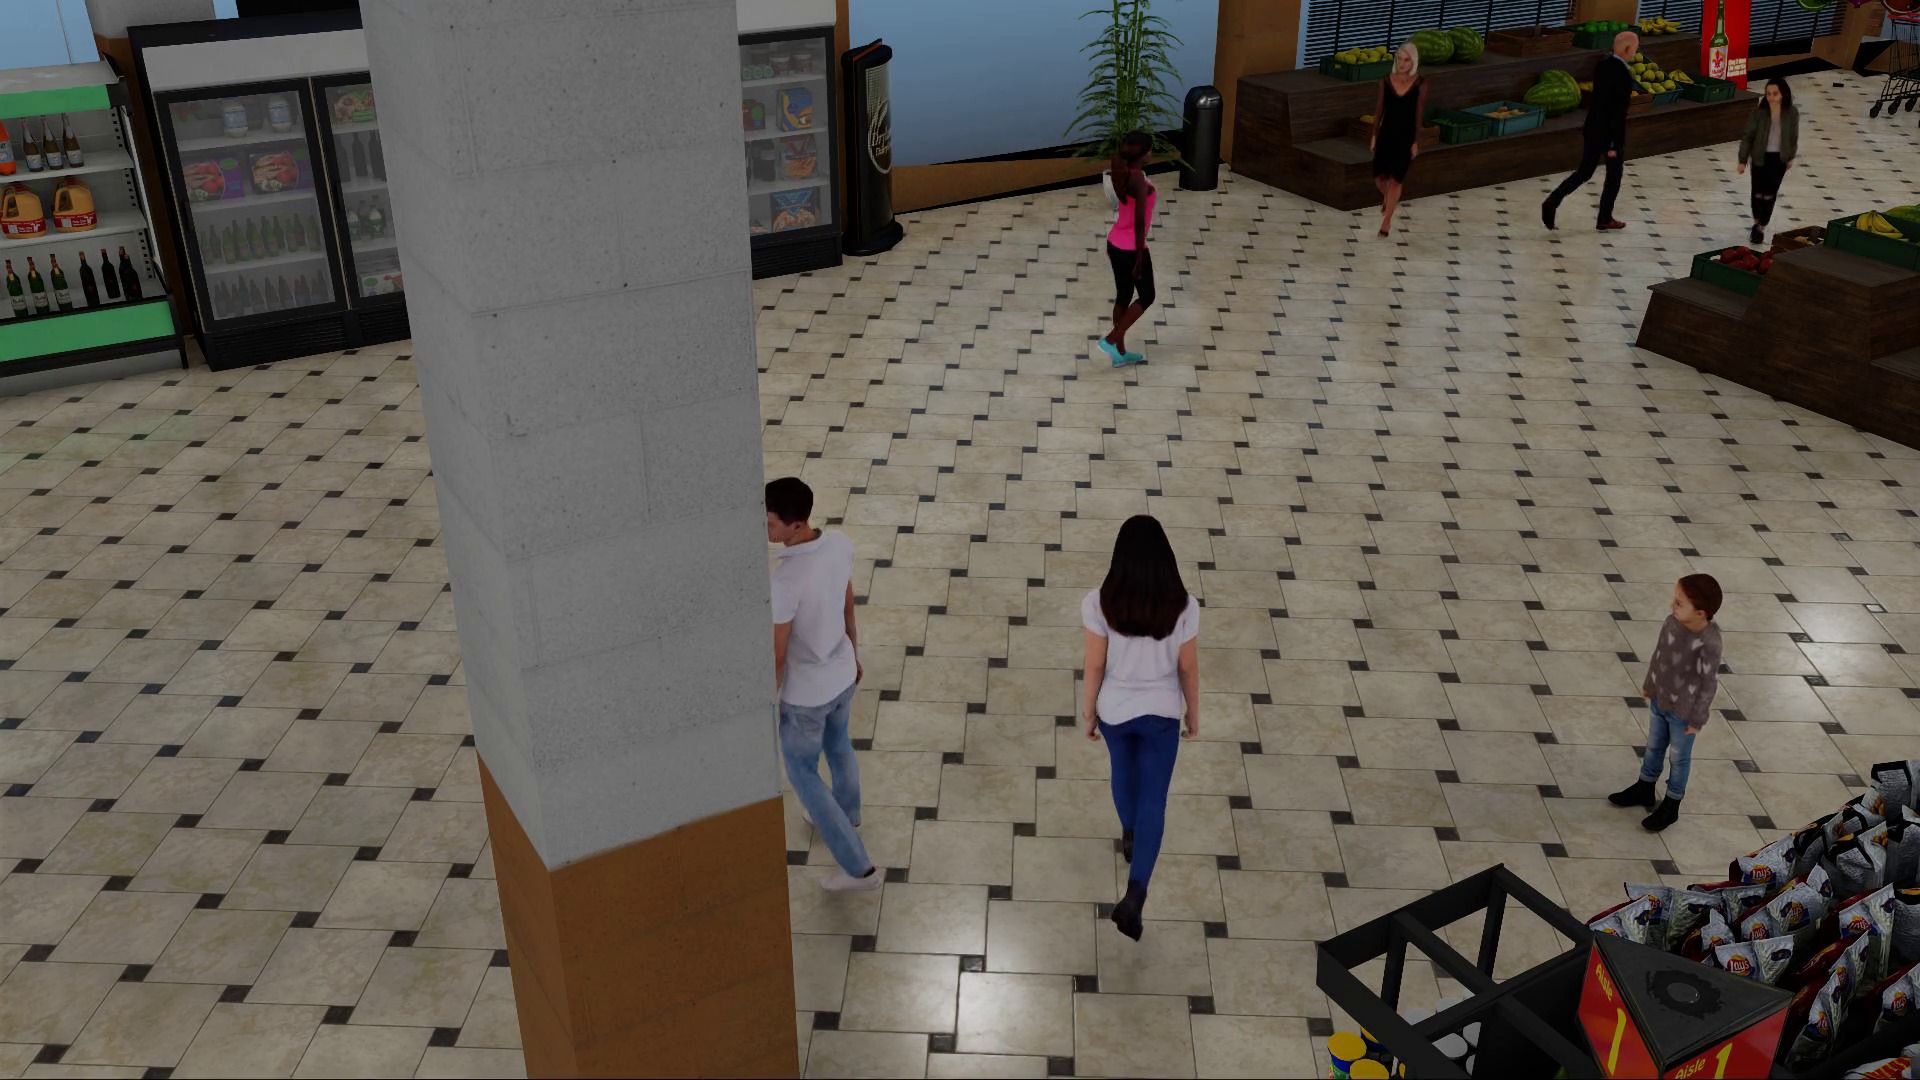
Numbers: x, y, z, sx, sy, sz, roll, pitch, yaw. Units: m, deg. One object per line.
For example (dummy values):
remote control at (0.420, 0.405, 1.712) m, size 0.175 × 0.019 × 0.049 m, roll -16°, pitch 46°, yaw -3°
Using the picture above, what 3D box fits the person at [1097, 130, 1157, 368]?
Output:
person at (1.117, -2.032, 11.784) m, size 0.698 × 1.710 × 0.576 m, roll -11°, pitch 29°, yaw -20°

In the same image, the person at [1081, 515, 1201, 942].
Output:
person at (0.673, 0.749, 6.367) m, size 1.125 × 1.651 × 1.143 m, roll 6°, pitch 27°, yaw 11°

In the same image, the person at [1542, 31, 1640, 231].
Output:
person at (5.662, -3.596, 14.806) m, size 1.158 × 1.767 × 0.809 m, roll -8°, pitch 28°, yaw -16°

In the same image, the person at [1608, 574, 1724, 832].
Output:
person at (3.039, 0.668, 7.031) m, size 0.508 × 1.194 × 0.514 m, roll -9°, pitch 28°, yaw -18°

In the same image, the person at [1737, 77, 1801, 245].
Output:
person at (7.168, -3.353, 14.691) m, size 0.811 × 1.438 × 0.902 m, roll 10°, pitch 29°, yaw 19°

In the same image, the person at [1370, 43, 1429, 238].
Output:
person at (3.931, -3.573, 14.811) m, size 0.846 × 1.722 × 0.956 m, roll 15°, pitch 31°, yaw 28°

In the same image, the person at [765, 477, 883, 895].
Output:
person at (-0.518, 0.604, 6.472) m, size 1.000 × 1.815 × 0.970 m, roll 21°, pitch 34°, yaw 35°
